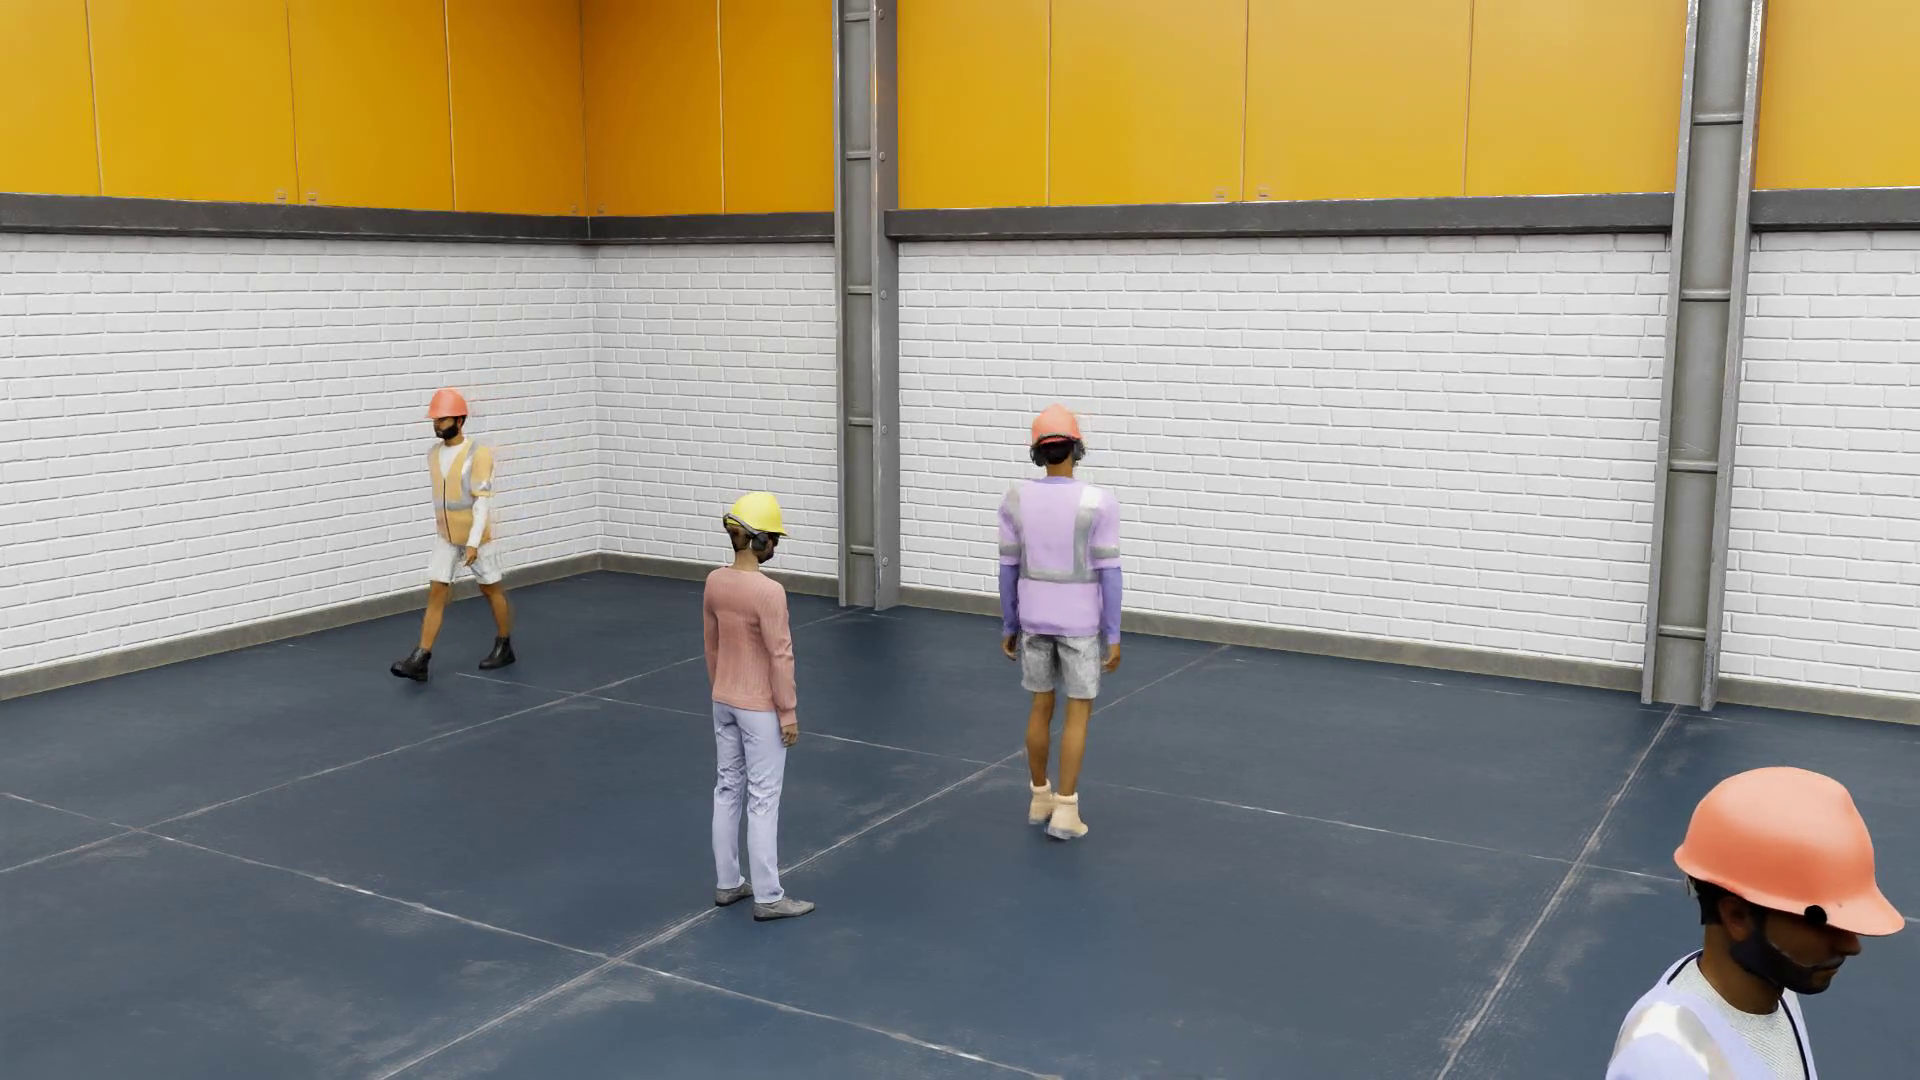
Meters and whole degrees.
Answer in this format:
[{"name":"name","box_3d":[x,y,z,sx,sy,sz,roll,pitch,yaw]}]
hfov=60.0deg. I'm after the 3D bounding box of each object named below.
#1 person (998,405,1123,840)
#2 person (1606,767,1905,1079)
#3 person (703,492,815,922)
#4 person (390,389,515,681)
[{"name":"person","box_3d":[0.458,0.407,7.841,0.629,2.047,0.488,5,10,26]},{"name":"person","box_3d":[1.171,1.281,2.556,0.377,1.932,0.552,7,11,37]},{"name":"person","box_3d":[-0.843,0.681,6.853,0.322,1.761,0.522,-9,13,-44]},{"name":"person","box_3d":[-3.290,-0.028,10.840,0.544,1.889,0.995,4,10,24]}]
